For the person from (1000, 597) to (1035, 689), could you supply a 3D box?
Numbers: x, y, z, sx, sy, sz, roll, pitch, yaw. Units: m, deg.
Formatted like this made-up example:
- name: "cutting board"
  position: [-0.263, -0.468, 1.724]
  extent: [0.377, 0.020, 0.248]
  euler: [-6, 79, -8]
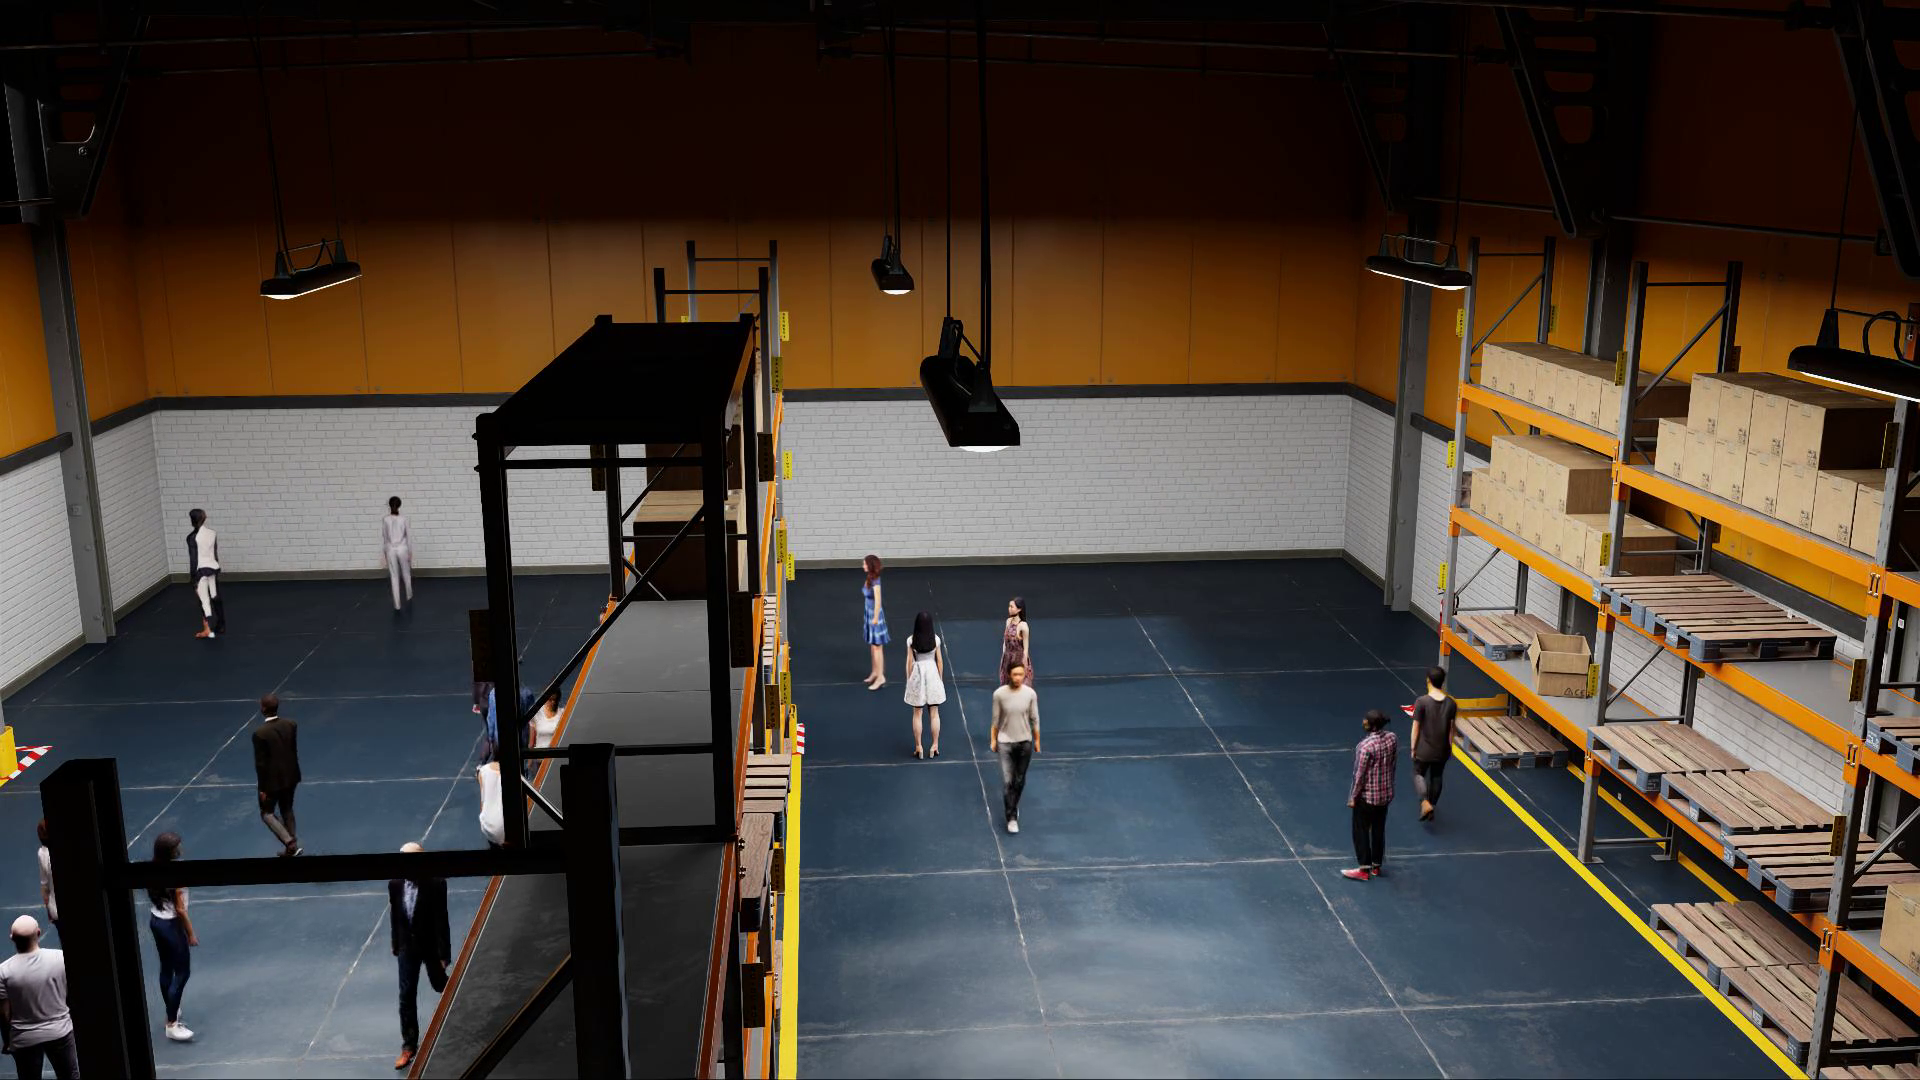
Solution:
- name: "person"
  position: [0.673, 1.539, 20.105]
  extent: [0.856, 1.775, 0.777]
  euler: [-10, 17, -36]

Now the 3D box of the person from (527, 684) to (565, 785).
- name: "person"
  position: [-4.302, 2.267, 17.429]
  extent: [0.660, 1.620, 0.853]
  euler: [-1, 14, -4]

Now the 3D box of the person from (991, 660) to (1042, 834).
- name: "person"
  position: [0.579, 2.124, 17.659]
  extent: [0.688, 1.789, 0.988]
  euler: [-2, 14, -8]

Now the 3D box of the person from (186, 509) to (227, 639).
- name: "person"
  position: [-11.016, 0.474, 24.260]
  extent: [0.836, 1.890, 0.690]
  euler: [5, 14, 20]

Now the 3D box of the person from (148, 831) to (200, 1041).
- name: "person"
  position: [-6.448, 3.149, 13.496]
  extent: [0.785, 1.756, 0.873]
  euler: [8, 16, 29]

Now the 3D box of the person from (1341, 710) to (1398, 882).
- name: "person"
  position: [4.055, 2.471, 16.322]
  extent: [0.808, 1.744, 0.773]
  euler: [-4, 14, -16]

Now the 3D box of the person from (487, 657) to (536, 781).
- name: "person"
  position: [-4.776, 2.138, 17.625]
  extent: [0.846, 1.777, 1.065]
  euler: [2, 14, 10]

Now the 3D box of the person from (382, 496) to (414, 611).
- name: "person"
  position: [-8.672, 0.239, 25.575]
  extent: [0.680, 1.727, 1.112]
  euler: [-3, 14, -12]

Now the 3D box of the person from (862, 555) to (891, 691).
- name: "person"
  position: [-1.147, 1.075, 21.955]
  extent: [0.760, 1.806, 0.559]
  euler: [-3, 14, -13]

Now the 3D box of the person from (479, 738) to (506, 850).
- name: "person"
  position: [-4.311, 2.675, 15.639]
  extent: [0.827, 1.669, 0.890]
  euler: [4, 14, 18]

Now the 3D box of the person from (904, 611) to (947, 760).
- name: "person"
  position: [-0.419, 1.688, 19.495]
  extent: [0.629, 1.773, 0.608]
  euler: [-1, 14, -5]

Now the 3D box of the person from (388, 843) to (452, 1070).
- name: "person"
  position: [-4.241, 3.198, 13.268]
  extent: [0.878, 1.768, 1.228]
  euler: [2, 14, 7]

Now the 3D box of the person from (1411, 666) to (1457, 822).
- name: "person"
  position: [5.006, 2.194, 17.561]
  extent: [0.675, 1.699, 0.836]
  euler: [1, 14, 2]

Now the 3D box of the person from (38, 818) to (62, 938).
- name: "person"
  position: [-7.338, 3.108, 13.617]
  extent: [0.759, 1.779, 0.899]
  euler: [3, 14, 12]

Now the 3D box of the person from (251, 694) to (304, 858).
- name: "person"
  position: [-6.687, 2.410, 16.477]
  extent: [0.934, 1.790, 0.877]
  euler: [9, 16, 33]

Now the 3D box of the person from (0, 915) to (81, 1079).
- name: "person"
  position: [-6.525, 3.521, 11.800]
  extent: [0.751, 1.830, 0.771]
  euler: [-11, 18, -39]
